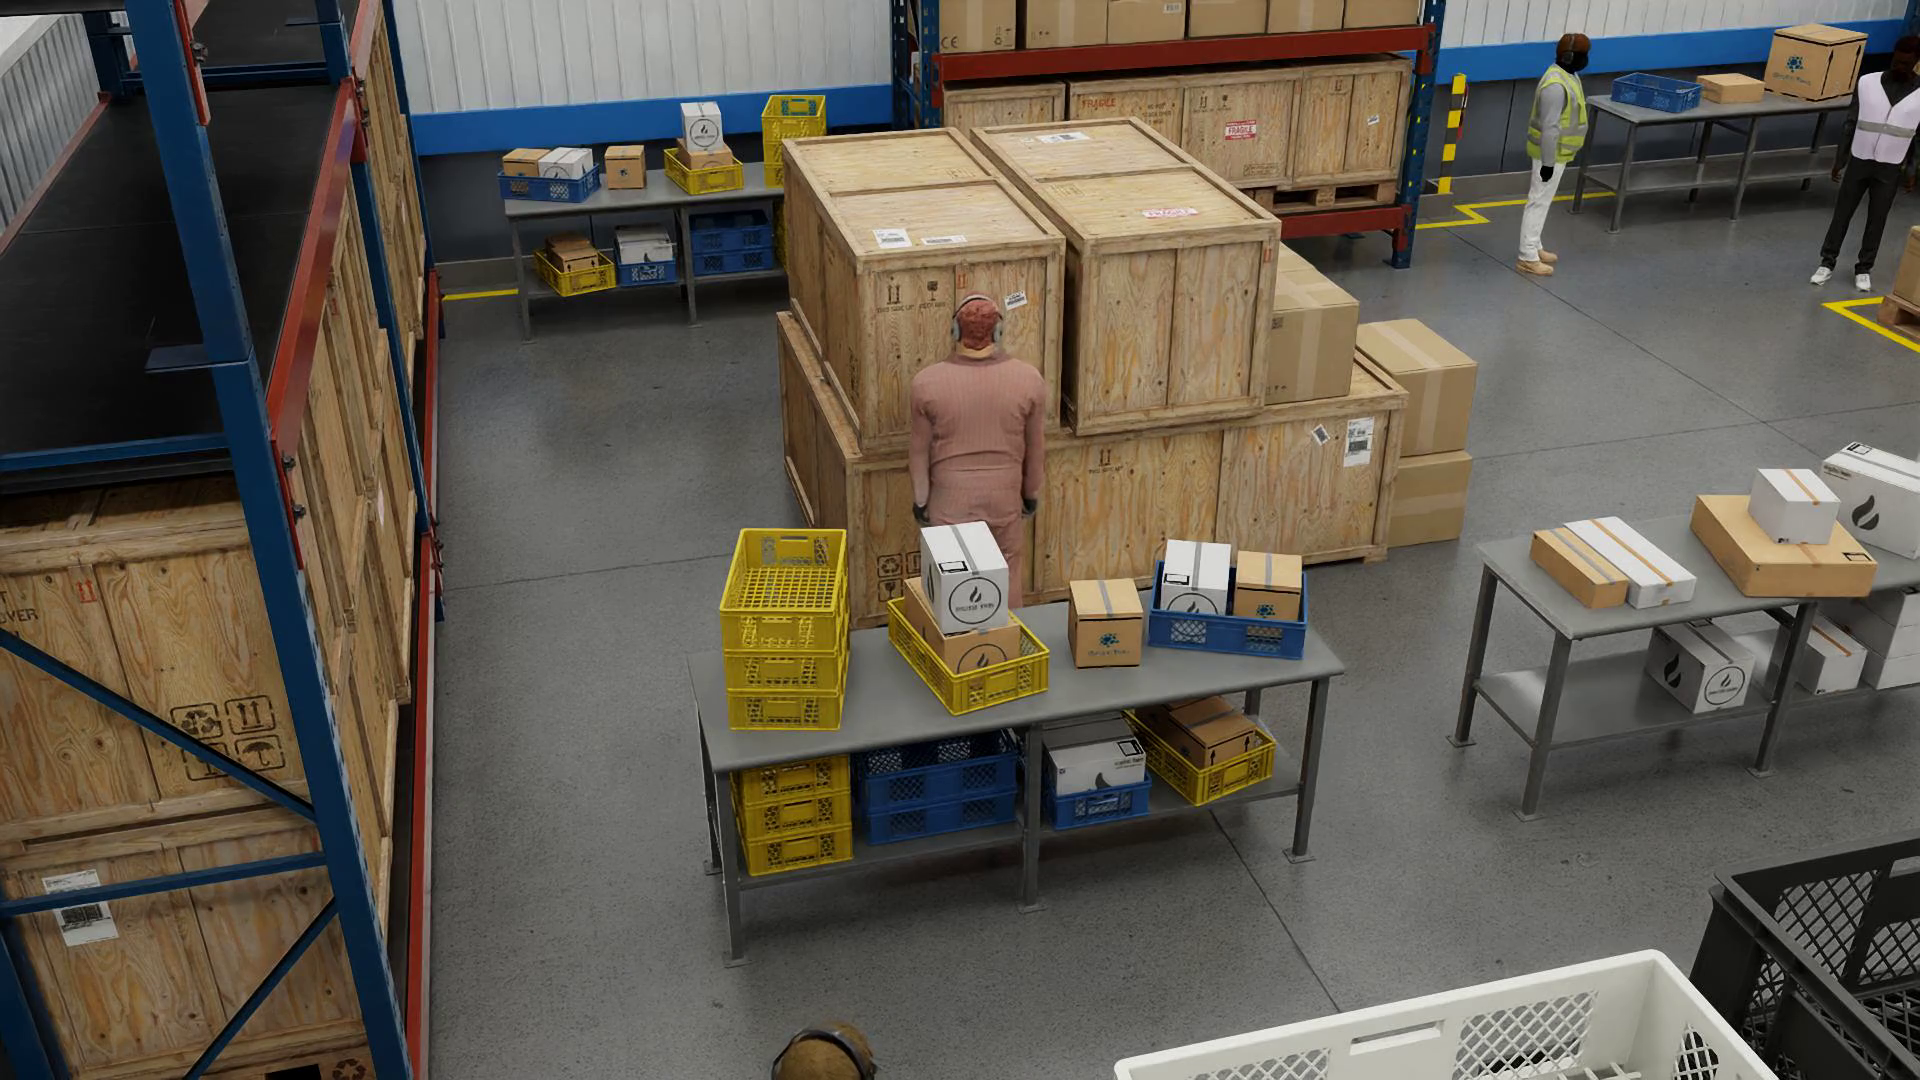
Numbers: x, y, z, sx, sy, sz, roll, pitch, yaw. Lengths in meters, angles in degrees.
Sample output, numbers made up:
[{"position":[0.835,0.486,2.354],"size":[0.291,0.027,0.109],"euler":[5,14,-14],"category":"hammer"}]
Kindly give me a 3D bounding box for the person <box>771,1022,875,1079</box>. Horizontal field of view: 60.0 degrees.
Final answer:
[{"position":[-0.290,1.903,3.924],"size":[0.627,1.934,0.372],"euler":[9,30,16],"category":"person"}]

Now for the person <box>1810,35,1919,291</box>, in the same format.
[{"position":[6.929,-2.849,12.570],"size":[0.587,1.914,0.392],"euler":[15,32,25],"category":"person"}]

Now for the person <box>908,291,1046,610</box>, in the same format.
[{"position":[0.071,-0.248,7.872],"size":[0.643,1.898,0.399],"euler":[-3,29,-6],"category":"person"}]

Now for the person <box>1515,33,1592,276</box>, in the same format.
[{"position":[4.615,-3.001,12.919],"size":[0.429,1.840,0.636],"euler":[12,31,21],"category":"person"}]
